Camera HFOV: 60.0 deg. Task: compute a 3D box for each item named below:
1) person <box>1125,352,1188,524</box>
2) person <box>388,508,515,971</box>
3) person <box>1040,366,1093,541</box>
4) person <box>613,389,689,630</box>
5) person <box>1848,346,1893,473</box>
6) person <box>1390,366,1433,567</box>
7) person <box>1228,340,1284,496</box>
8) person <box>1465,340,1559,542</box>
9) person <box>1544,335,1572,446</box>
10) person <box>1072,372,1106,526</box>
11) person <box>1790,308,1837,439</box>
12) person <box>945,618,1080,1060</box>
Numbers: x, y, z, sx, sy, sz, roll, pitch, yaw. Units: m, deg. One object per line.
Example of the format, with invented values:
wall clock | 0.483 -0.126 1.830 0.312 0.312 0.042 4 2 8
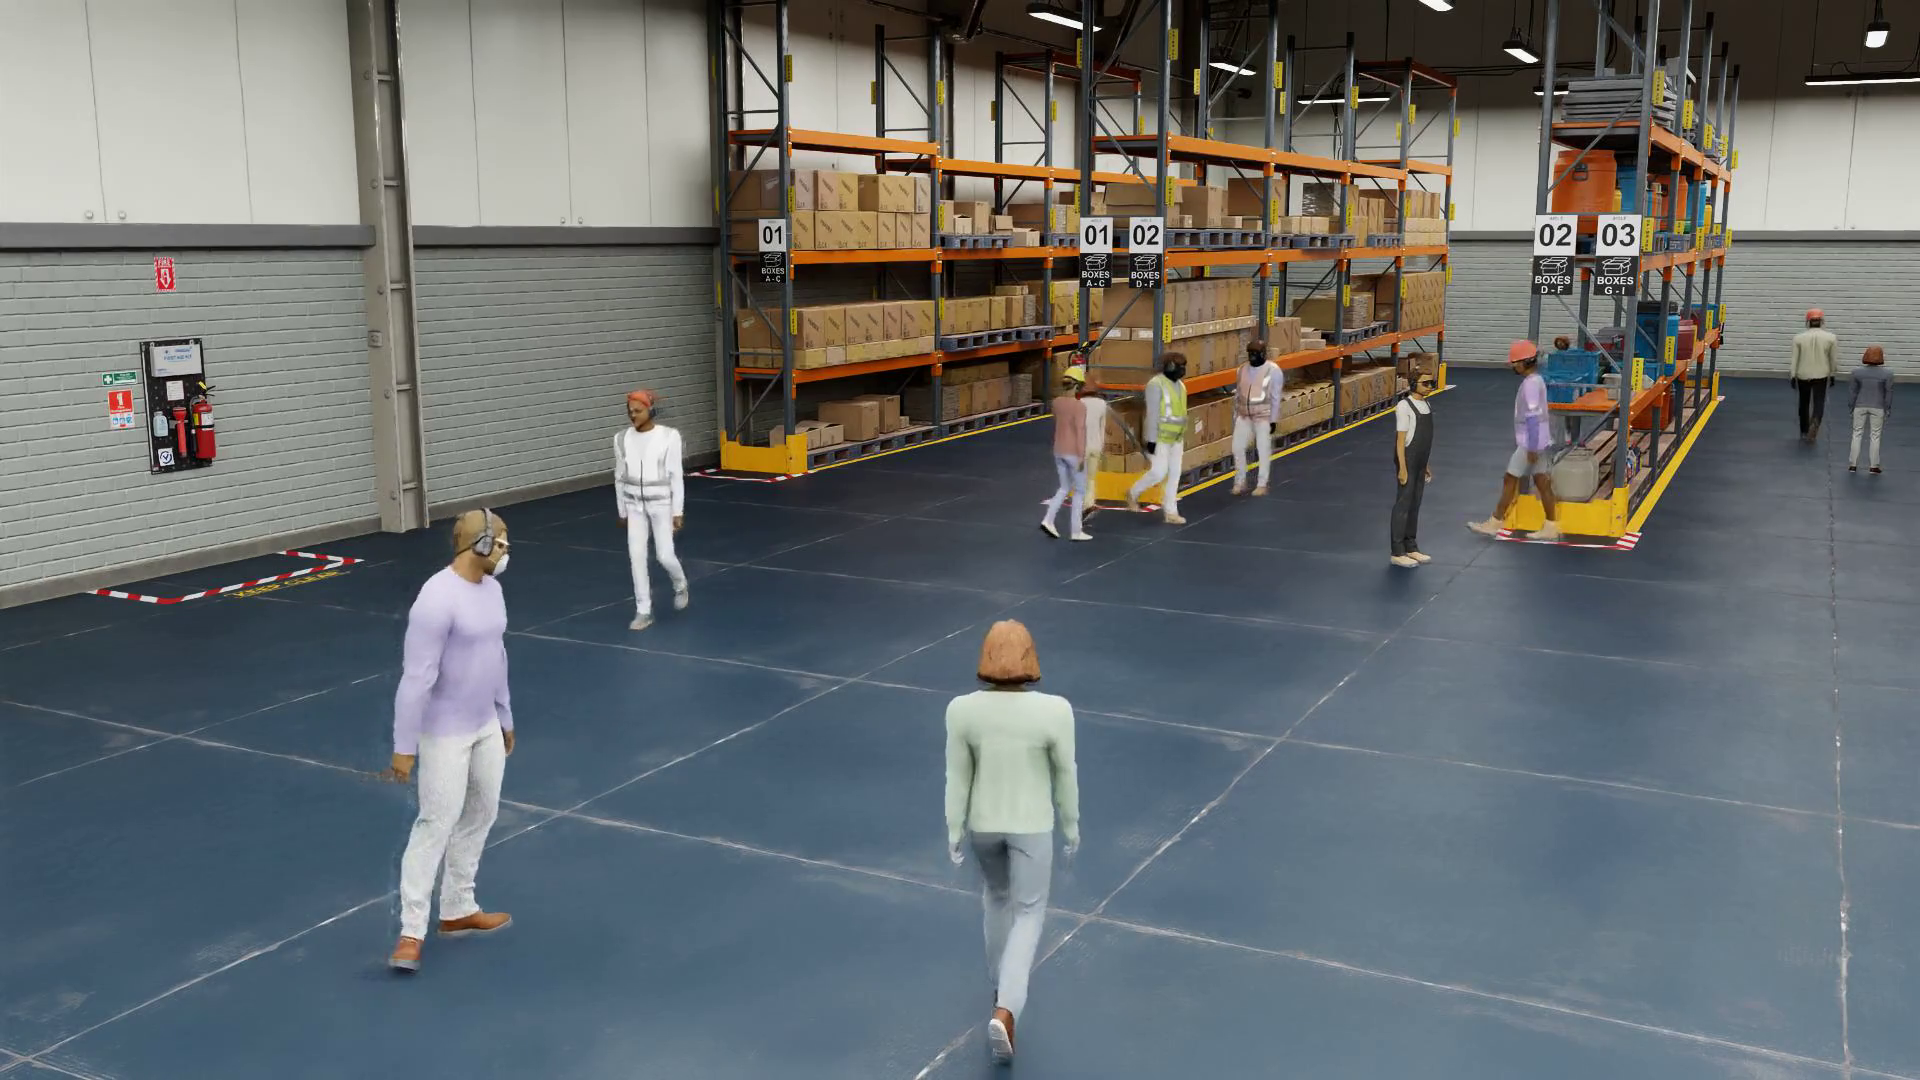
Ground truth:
person | 2.123 -1.084 17.612 0.654 1.820 0.648 9 14 41
person | -2.151 0.823 7.008 0.454 1.894 0.781 3 11 14
person | 1.051 -0.852 16.565 0.521 1.741 0.532 -8 13 -36
person | -2.390 -0.258 12.964 0.592 1.868 0.603 2 11 12
person | 11.641 -1.667 21.285 0.506 1.635 0.278 8 13 37
person | 4.187 -0.681 15.334 0.346 1.847 0.505 9 14 41
person | 3.413 -1.401 19.323 0.638 1.824 0.610 8 13 37
person | 5.540 -0.979 16.533 0.985 1.991 0.644 5 11 24
person | 8.739 -2.179 24.129 0.519 1.612 0.685 7 12 33
person | 1.315 -0.932 17.309 0.512 1.620 0.383 -7 12 -33
person | 12.645 -2.447 24.649 0.627 1.969 0.732 5 12 27
person | 0.174 1.100 6.272 0.501 1.607 0.726 3 11 17
